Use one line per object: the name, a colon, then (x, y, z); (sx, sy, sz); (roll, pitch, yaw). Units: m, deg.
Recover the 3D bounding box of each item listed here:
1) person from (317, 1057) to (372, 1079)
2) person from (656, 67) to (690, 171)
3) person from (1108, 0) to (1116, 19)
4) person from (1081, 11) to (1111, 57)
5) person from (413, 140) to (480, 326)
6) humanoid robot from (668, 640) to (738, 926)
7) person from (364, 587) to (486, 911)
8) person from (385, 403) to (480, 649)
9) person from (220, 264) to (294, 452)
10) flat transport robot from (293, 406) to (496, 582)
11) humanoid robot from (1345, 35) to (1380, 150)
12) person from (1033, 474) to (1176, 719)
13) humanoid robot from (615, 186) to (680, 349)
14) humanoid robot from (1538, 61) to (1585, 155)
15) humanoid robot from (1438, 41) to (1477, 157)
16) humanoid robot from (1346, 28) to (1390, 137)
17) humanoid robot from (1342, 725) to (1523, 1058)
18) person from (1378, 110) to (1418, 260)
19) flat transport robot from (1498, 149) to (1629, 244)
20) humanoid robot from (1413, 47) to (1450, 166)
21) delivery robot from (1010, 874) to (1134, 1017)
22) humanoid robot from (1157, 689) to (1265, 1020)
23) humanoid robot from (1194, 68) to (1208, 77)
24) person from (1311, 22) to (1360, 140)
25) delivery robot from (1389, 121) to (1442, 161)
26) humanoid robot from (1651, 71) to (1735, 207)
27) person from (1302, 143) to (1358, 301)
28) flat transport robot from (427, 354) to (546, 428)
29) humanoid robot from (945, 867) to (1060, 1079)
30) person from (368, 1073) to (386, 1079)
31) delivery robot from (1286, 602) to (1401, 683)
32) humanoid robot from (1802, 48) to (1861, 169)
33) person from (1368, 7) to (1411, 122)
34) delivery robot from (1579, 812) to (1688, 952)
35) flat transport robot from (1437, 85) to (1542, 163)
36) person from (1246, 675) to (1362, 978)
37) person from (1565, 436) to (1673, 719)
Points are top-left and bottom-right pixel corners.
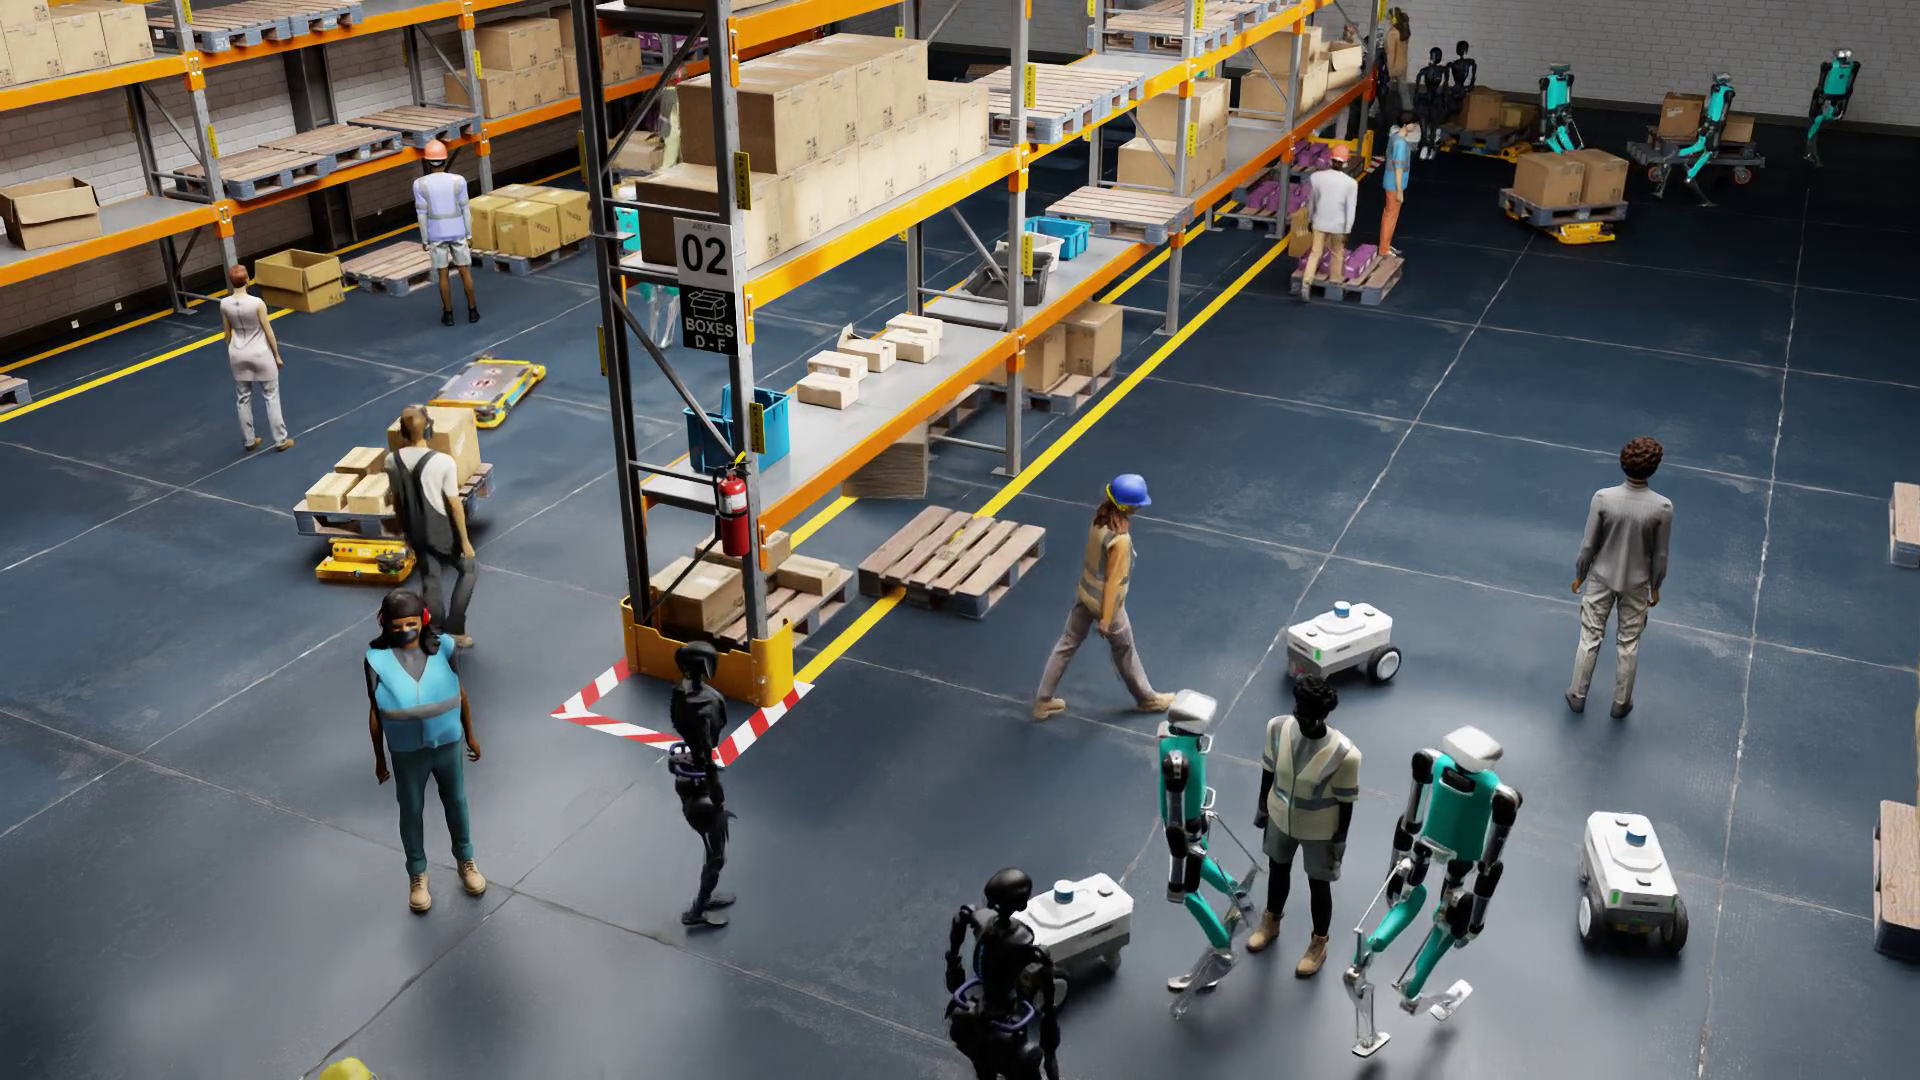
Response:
person: (-2.151, 2.578, 5.939); (0.543, 1.705, 0.880); (-12, 29, -22)
person: (-3.736, -5.248, 21.670); (0.983, 1.785, 0.614); (-11, 28, -21)
person: (2.514, -8.939, 28.962); (0.421, 1.931, 0.533); (-4, 27, -8)
person: (2.273, -8.089, 27.424); (0.554, 1.772, 0.936); (-5, 27, -9)
person: (-5.362, -3.195, 17.352); (0.545, 1.938, 0.375); (-10, 28, -19)
humanoid robot: (-1.344, 1.261, 8.643); (0.352, 1.645, 0.601); (-8, 28, -16)
person: (-2.828, 1.083, 8.789); (0.541, 1.864, 0.370); (-13, 29, -24)
person: (-3.496, -0.048, 11.109); (0.539, 1.834, 0.412); (5, 27, 10)
person: (-6.112, -1.563, 14.378); (0.436, 1.651, 0.292); (1, 26, 3)
flat transport robot: (-4.387, -0.083, 12.945); (0.659, 0.231, 1.431); (3, 26, 6)
humanoid robot: (5.940, -6.592, 24.511); (0.469, 1.652, 0.598); (12, 29, 23)
person: (0.906, 0.363, 10.421); (0.955, 1.708, 0.551); (-8, 27, -16)
humanoid robot: (-3.054, -2.660, 16.626); (0.532, 1.880, 0.785); (12, 29, 23)
humanoid robot: (7.983, -5.393, 21.984); (0.549, 1.732, 0.781); (-12, 29, -22)
humanoid robot: (7.202, -6.417, 24.149); (0.586, 1.646, 0.470); (-10, 28, -19)
humanoid robot: (6.314, -6.927, 25.229); (0.772, 1.622, 0.589); (-10, 28, -19)
humanoid robot: (2.108, 1.713, 7.661); (1.009, 1.730, 0.545); (-22, 34, -37)
person: (5.129, -4.157, 19.500); (0.341, 1.759, 0.497); (4, 27, 7)
flat transport robot: (7.521, -4.002, 20.863); (0.659, 0.231, 1.431); (-6, 27, -12)
humanoid robot: (6.681, -6.159, 23.637); (0.583, 1.651, 0.328); (-9, 28, -17)
delivery robot: (0.490, 2.008, 8.418); (0.782, 0.611, 0.503); (-15, 30, -27)
humanoid robot: (1.239, 1.552, 8.017); (0.649, 1.812, 0.549); (6, 27, 12)
humanoid robot: (3.161, -6.106, 23.459); (0.536, 1.719, 1.016); (21, 33, 36)
person: (5.529, -6.637, 24.371); (0.705, 1.876, 0.664); (12, 29, 23)
delivery robot: (6.660, -5.823, 24.241); (0.792, 0.614, 0.499); (11, 28, 20)
humanoid robot: (9.487, -5.181, 21.639); (1.003, 1.781, 0.536); (1, 26, 1)
person: (4.016, -3.451, 18.101); (0.563, 1.729, 0.740); (13, 29, 24)
flat transport robot: (-4.446, -1.399, 15.604); (0.659, 0.231, 1.431); (3, 26, 6)
humanoid robot: (0.161, 2.054, 7.043); (0.613, 1.652, 0.325); (19, 32, 34)
person: (-2.047, 2.572, 6.007); (0.685, 1.651, 0.486); (9, 28, 17)
delivery robot: (2.530, 0.683, 11.074); (0.764, 0.592, 0.521); (-16, 30, -28)
humanoid robot: (12.119, -6.066, 23.382); (0.543, 1.726, 1.030); (-1, 26, -3)
person: (6.754, -7.372, 25.920); (0.629, 1.823, 0.987); (-20, 33, -35)
delivery robot: (3.548, 1.806, 8.825); (0.499, 0.609, 0.784); (4, 27, 7)
flat transport robot: (7.741, -5.788, 24.469); (1.431, 0.231, 0.659); (21, 33, 36)
person: (1.716, 1.410, 8.329); (0.535, 1.691, 0.318); (21, 33, 36)
person: (4.131, 0.252, 10.435); (0.534, 1.900, 0.401); (11, 28, 21)
